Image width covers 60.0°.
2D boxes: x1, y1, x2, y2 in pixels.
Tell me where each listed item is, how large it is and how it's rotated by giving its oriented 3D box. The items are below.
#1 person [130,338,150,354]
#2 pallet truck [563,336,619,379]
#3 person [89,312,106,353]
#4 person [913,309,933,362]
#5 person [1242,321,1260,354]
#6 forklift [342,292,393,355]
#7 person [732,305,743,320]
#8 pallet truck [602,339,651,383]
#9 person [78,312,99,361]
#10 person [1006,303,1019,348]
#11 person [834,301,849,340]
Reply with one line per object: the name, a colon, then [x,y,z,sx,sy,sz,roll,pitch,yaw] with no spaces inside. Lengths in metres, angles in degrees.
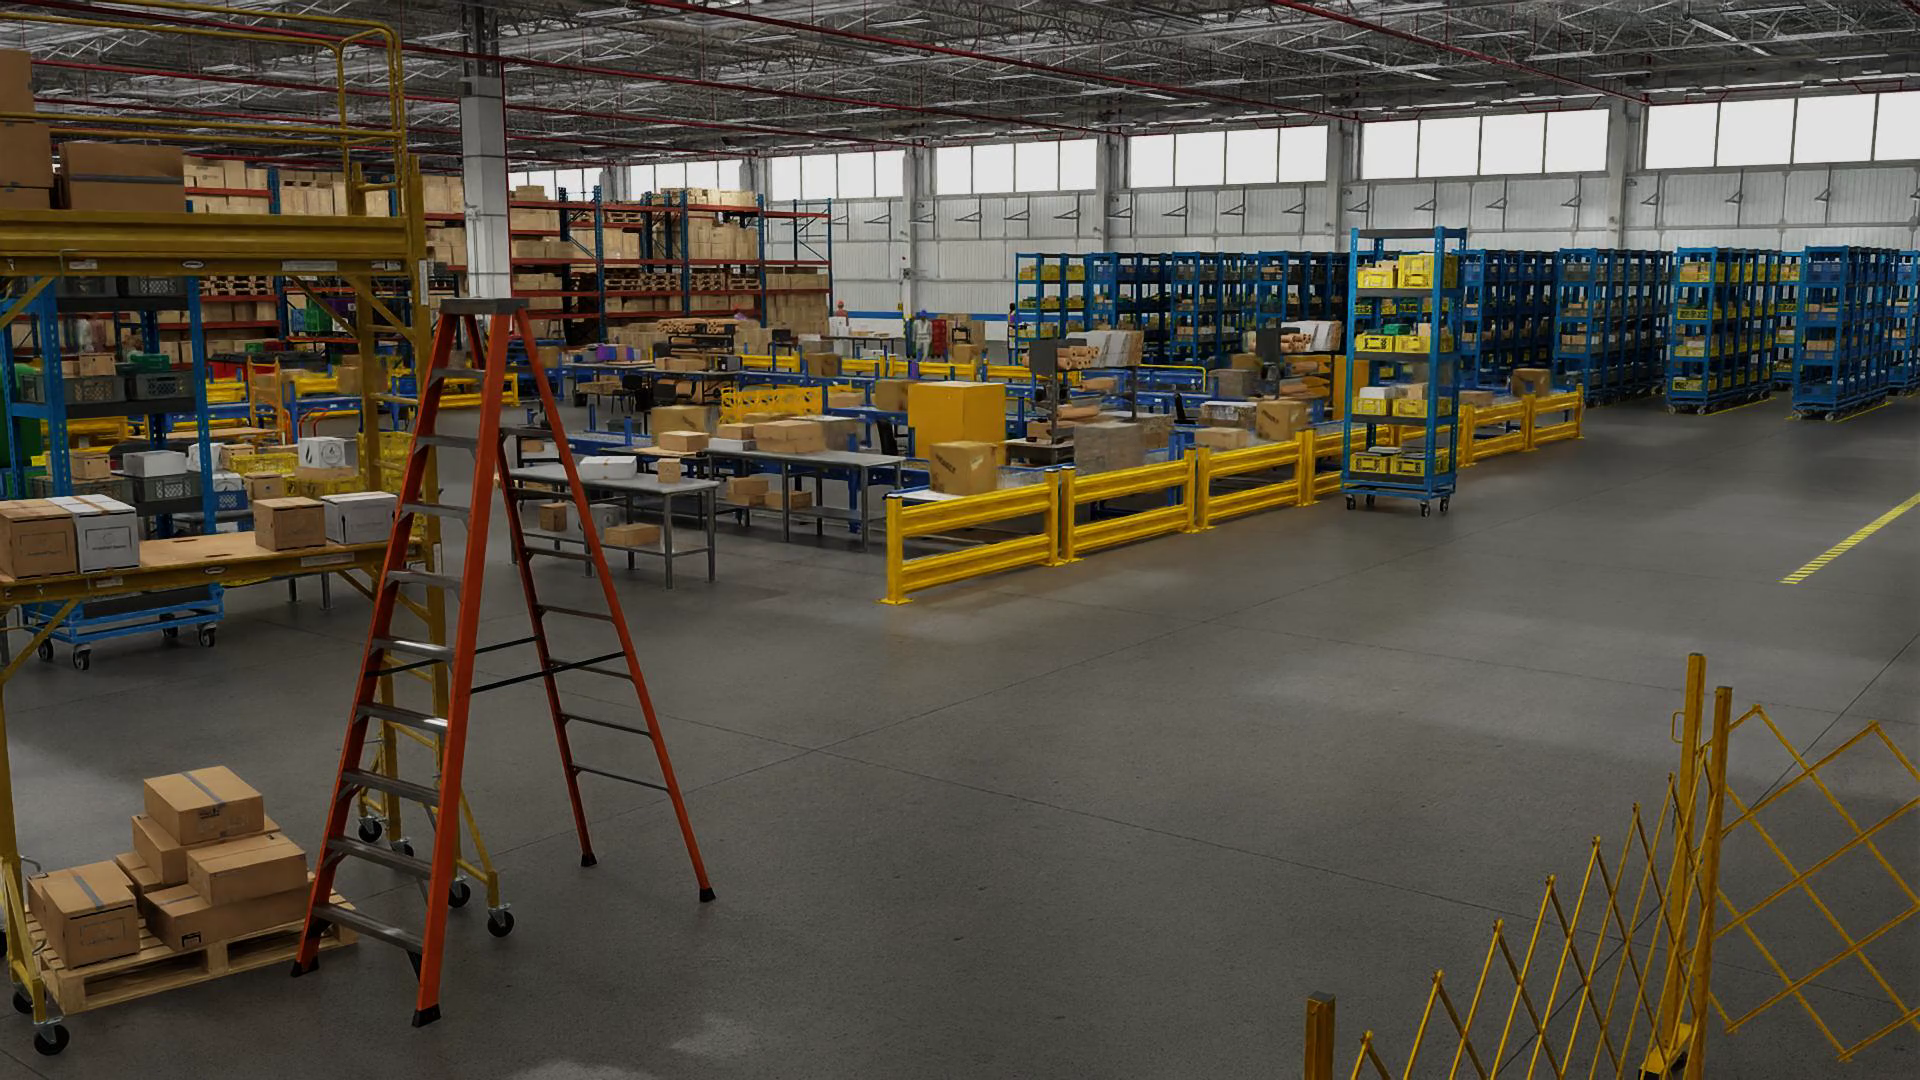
person: [-18.379,-3.732,37.316,0.802,1.595,0.504,6,11,35]
pallet truck: [-10.690,-5.294,48.215,1.601,1.201,0.680,-5,10,-26]
person: [-26.254,-6.014,50.605,0.645,1.905,0.400,3,10,17]
person: [-1.146,-6.167,51.472,0.623,1.927,0.502,0,9,2]
person: [7.827,-4.948,44.346,0.600,1.785,0.927,4,10,22]
forklift: [-16.485,-5.622,45.120,1.129,2.768,1.873,7,11,37]
person: [-8.295,-7.797,61.805,0.552,1.886,0.985,9,13,44]
pallet truck: [-8.991,-4.871,45.351,0.653,1.274,1.630,7,11,37]
person: [-25.978,-5.916,49.715,1.019,1.993,0.626,-6,11,-32]
person: [2.158,-8.759,67.949,0.430,1.840,0.623,-6,11,-31]
person: [-4.550,-8.145,63.620,0.621,1.992,0.396,-6,11,-33]
